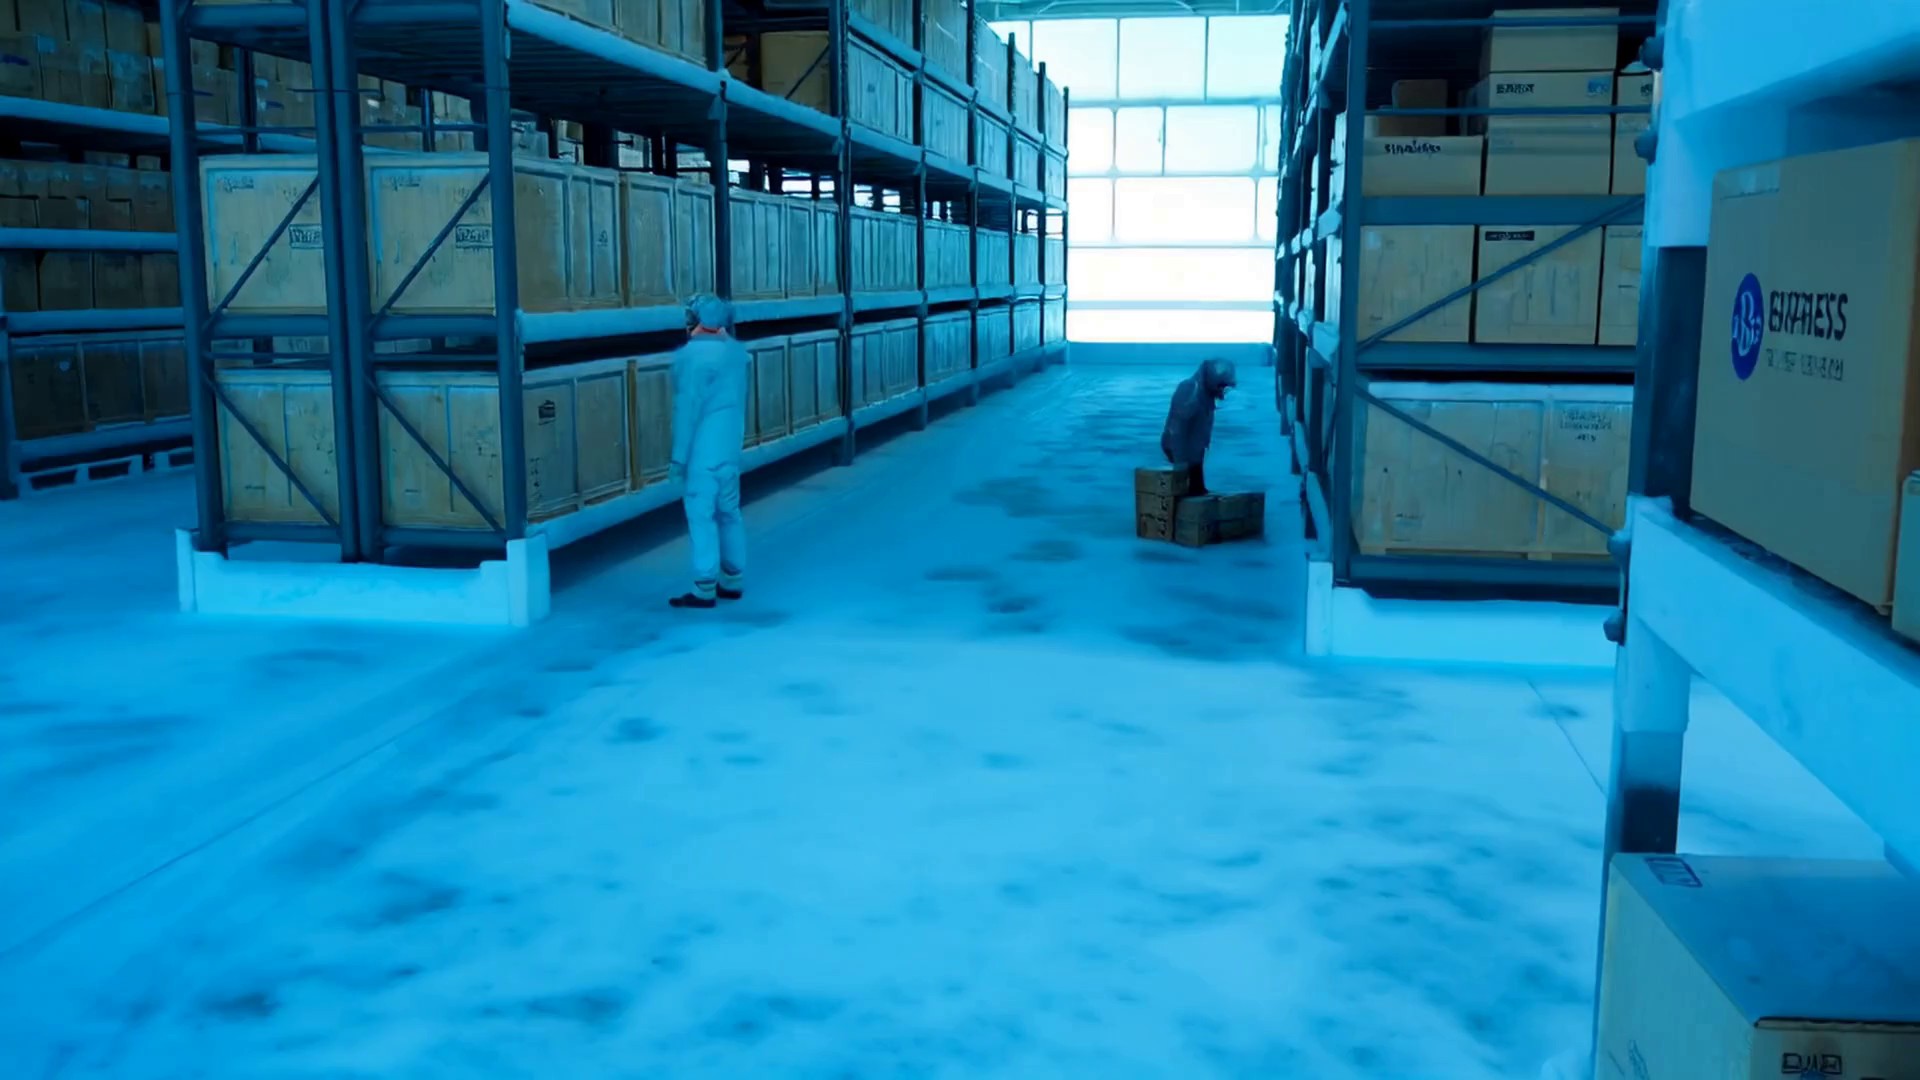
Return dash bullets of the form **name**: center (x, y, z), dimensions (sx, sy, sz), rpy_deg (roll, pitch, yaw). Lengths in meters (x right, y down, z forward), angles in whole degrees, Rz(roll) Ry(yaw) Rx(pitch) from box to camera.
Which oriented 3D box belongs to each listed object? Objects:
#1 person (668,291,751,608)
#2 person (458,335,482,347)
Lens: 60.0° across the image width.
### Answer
- **person**: center (-1.548, -0.547, 10.092), dimensions (0.409, 1.907, 0.650), rpy_deg (5, 10, 28)
- **person**: center (-5.156, -1.851, 18.181), dimensions (0.640, 1.910, 0.401), rpy_deg (-4, 10, -25)
